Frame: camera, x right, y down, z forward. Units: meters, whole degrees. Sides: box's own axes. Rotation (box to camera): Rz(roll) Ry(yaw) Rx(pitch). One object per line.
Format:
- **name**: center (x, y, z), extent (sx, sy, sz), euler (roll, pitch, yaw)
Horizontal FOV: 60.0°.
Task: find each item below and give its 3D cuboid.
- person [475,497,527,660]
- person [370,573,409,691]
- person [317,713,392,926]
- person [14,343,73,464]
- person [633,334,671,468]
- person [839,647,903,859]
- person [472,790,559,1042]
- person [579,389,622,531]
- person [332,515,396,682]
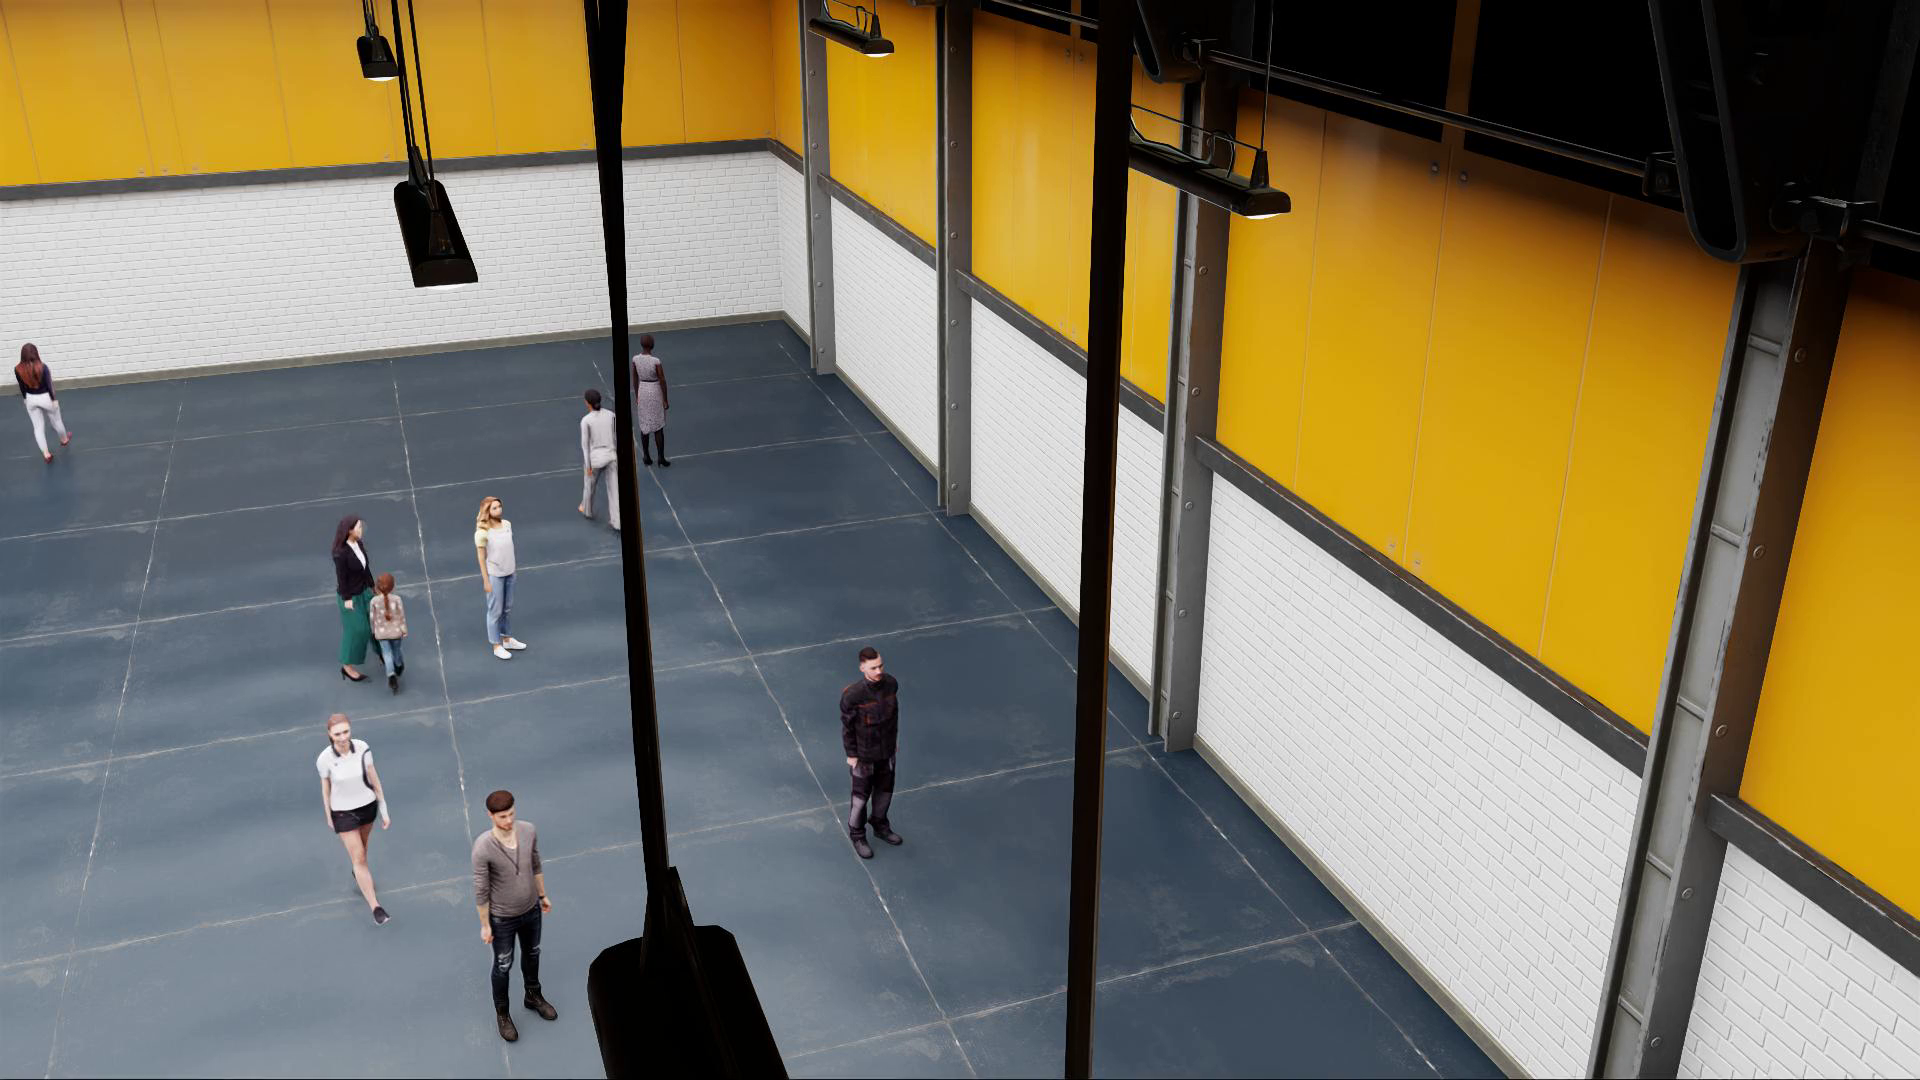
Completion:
- **person**: center (-4.680, 0.360, 16.857), extent (0.757, 1.722, 0.705), euler (12, 26, 25)
- **person**: center (-5.595, 0.910, 16.286), extent (0.485, 1.173, 0.778), euler (-8, 25, -19)
- **person**: center (-4.730, 2.087, 12.943), extent (0.842, 1.694, 1.212), euler (-19, 30, -36)
- **person**: center (-12.151, -1.782, 21.950), extent (0.724, 1.568, 1.054), euler (-4, 24, -10)
- **person**: center (-4.052, -1.821, 21.765), extent (0.707, 1.787, 0.742), euler (8, 25, 17)
- **person**: center (-0.725, 1.689, 13.649), extent (0.791, 1.857, 0.744), euler (-18, 30, -36)
- **person**: center (-3.117, 2.563, 11.592), extent (0.731, 1.903, 0.771), euler (21, 31, 39)
- **person**: center (-4.225, -0.928, 19.833), extent (0.824, 1.700, 1.111), euler (-16, 28, -32)
- **person**: center (-5.946, 0.571, 16.384), extent (0.861, 1.715, 0.766), euler (8, 25, 18)
